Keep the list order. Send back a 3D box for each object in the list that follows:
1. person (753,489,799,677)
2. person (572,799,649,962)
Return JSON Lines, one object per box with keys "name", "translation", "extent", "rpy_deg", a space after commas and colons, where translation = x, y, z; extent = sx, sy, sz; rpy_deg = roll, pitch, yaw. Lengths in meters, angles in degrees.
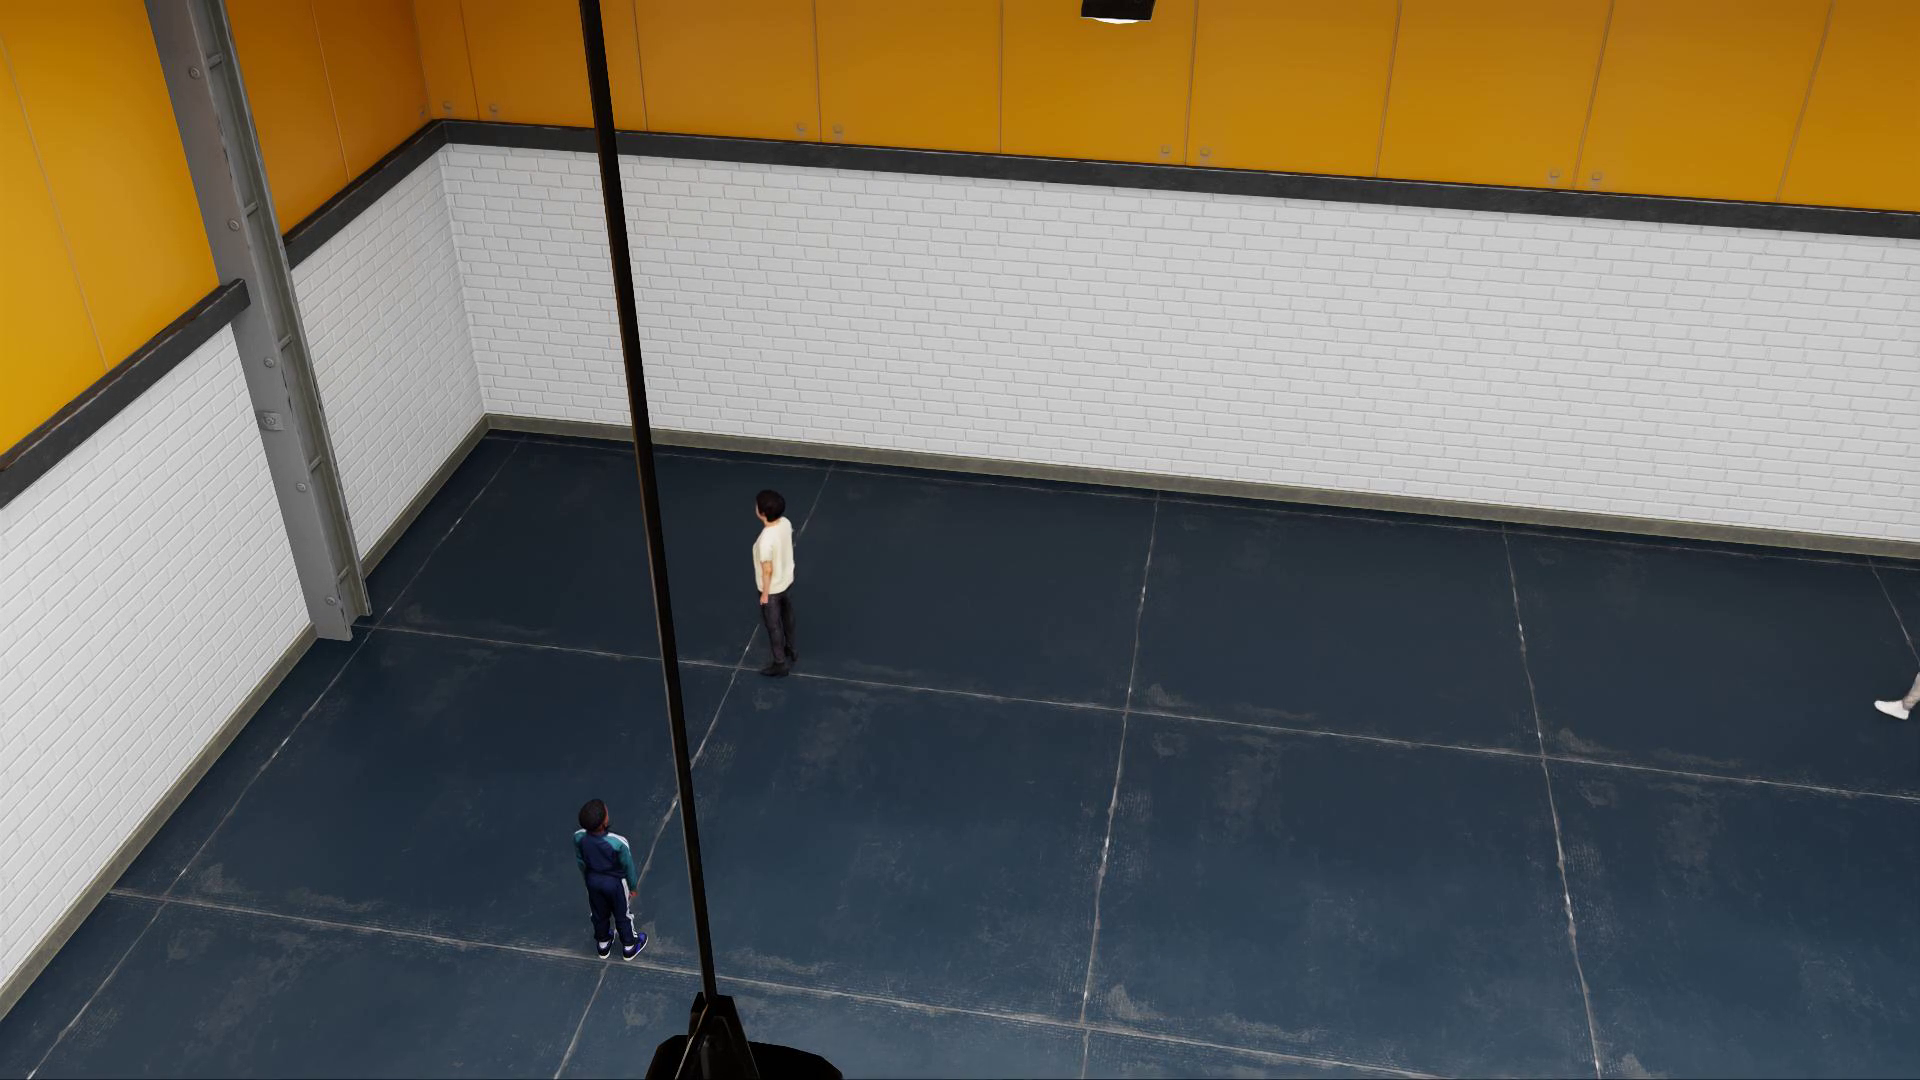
{"name": "person", "translation": [-1.364, 0.316, 12.397], "extent": [0.682, 1.588, 0.468], "rpy_deg": [11, 35, 16]}
{"name": "person", "translation": [-2.143, 2.054, 10.082], "extent": [0.494, 1.256, 0.468], "rpy_deg": [6, 34, 9]}
